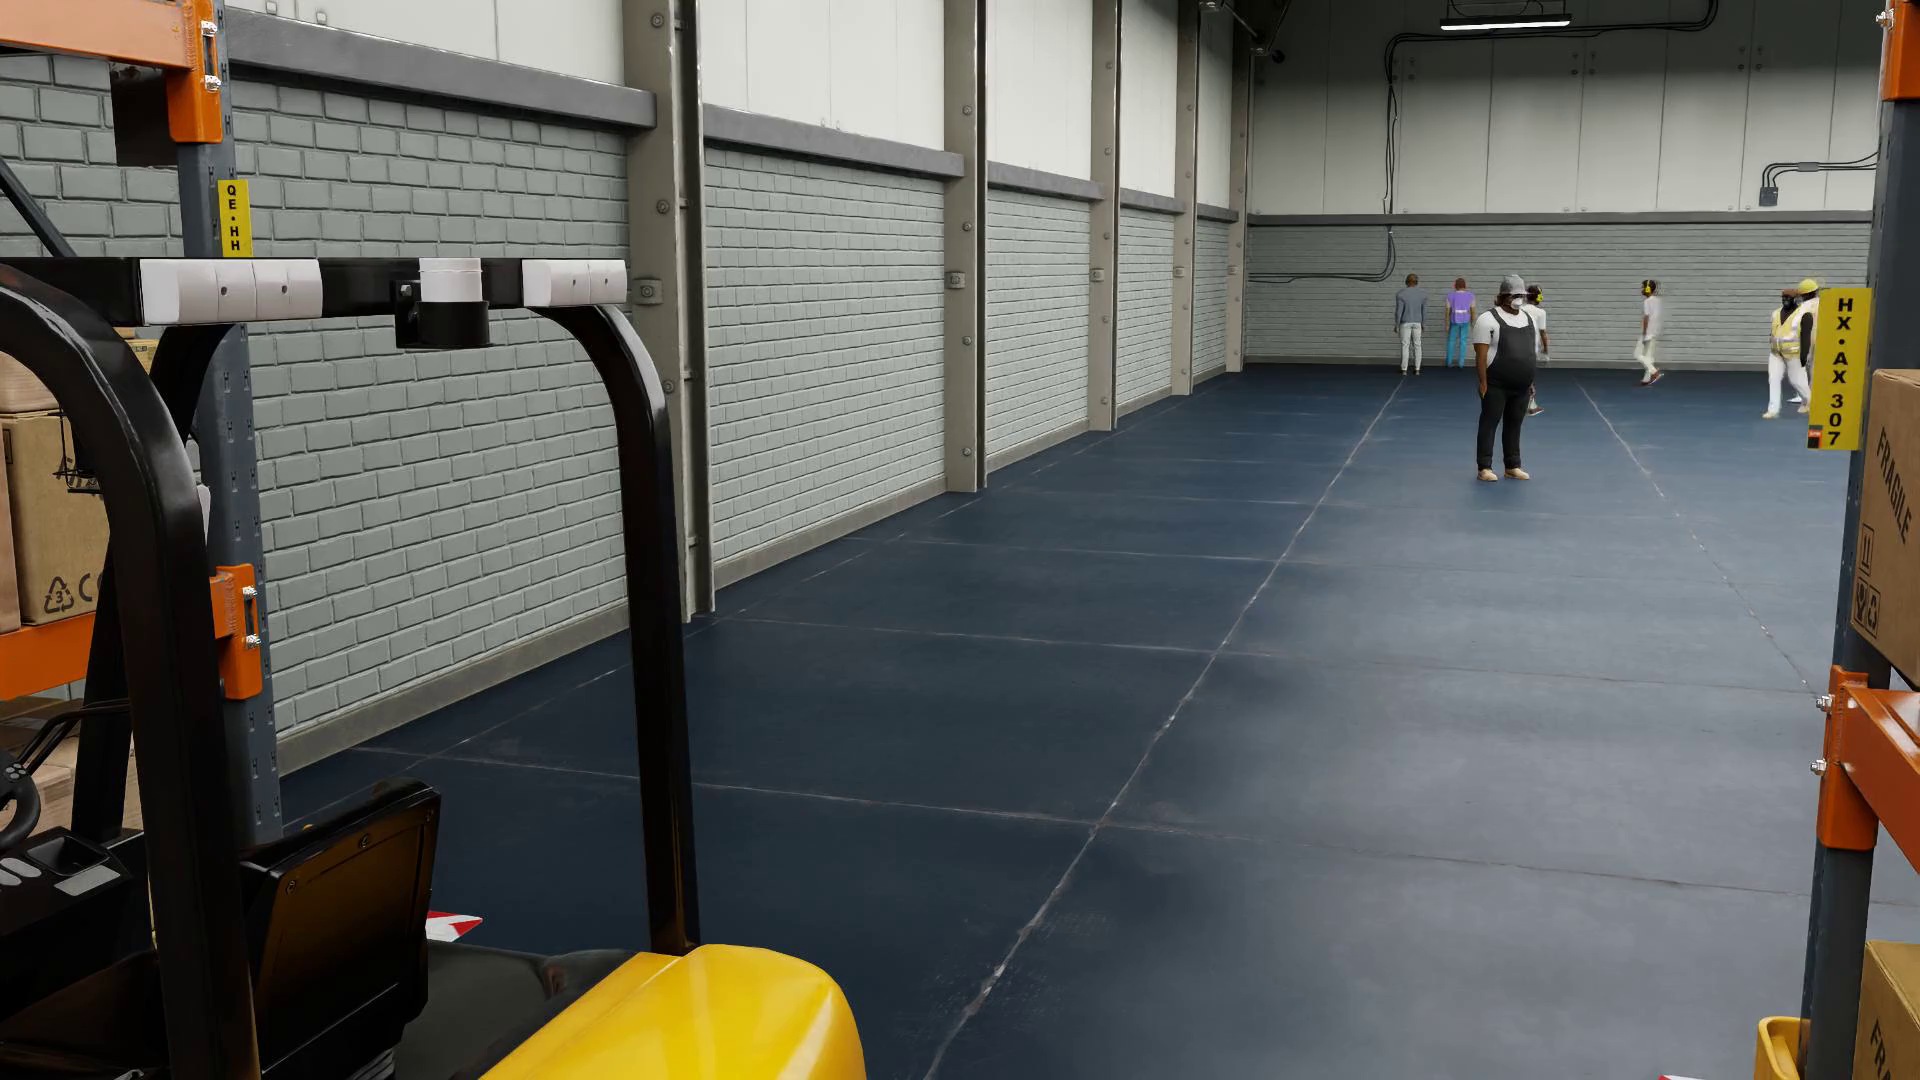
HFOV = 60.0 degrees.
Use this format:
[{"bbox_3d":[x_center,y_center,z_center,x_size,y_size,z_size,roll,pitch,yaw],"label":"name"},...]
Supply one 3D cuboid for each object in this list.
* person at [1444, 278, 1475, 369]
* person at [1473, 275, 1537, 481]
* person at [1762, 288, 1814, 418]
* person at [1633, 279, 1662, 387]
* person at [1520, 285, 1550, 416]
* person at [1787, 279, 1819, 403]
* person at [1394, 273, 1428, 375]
[{"bbox_3d":[10.025,-4.339,33.380,0.582,1.838,0.463,1,10,9],"label":"person"},{"bbox_3d":[5.441,-1.597,16.452,0.681,2.000,0.538,-3,10,-19],"label":"person"},{"bbox_3d":[11.523,-2.584,23.038,0.803,1.819,0.621,-5,11,-29],"label":"person"},{"bbox_3d":[11.885,-3.555,28.672,0.527,1.857,0.443,-9,13,-44],"label":"person"},{"bbox_3d":[7.940,-2.604,23.043,0.896,1.831,0.553,-5,11,-29],"label":"person"},{"bbox_3d":[12.982,-3.013,25.357,0.660,1.887,0.395,-2,10,-13],"label":"person"},{"bbox_3d":[8.610,-4.122,31.793,0.627,1.941,0.371,-1,10,-5],"label":"person"}]
